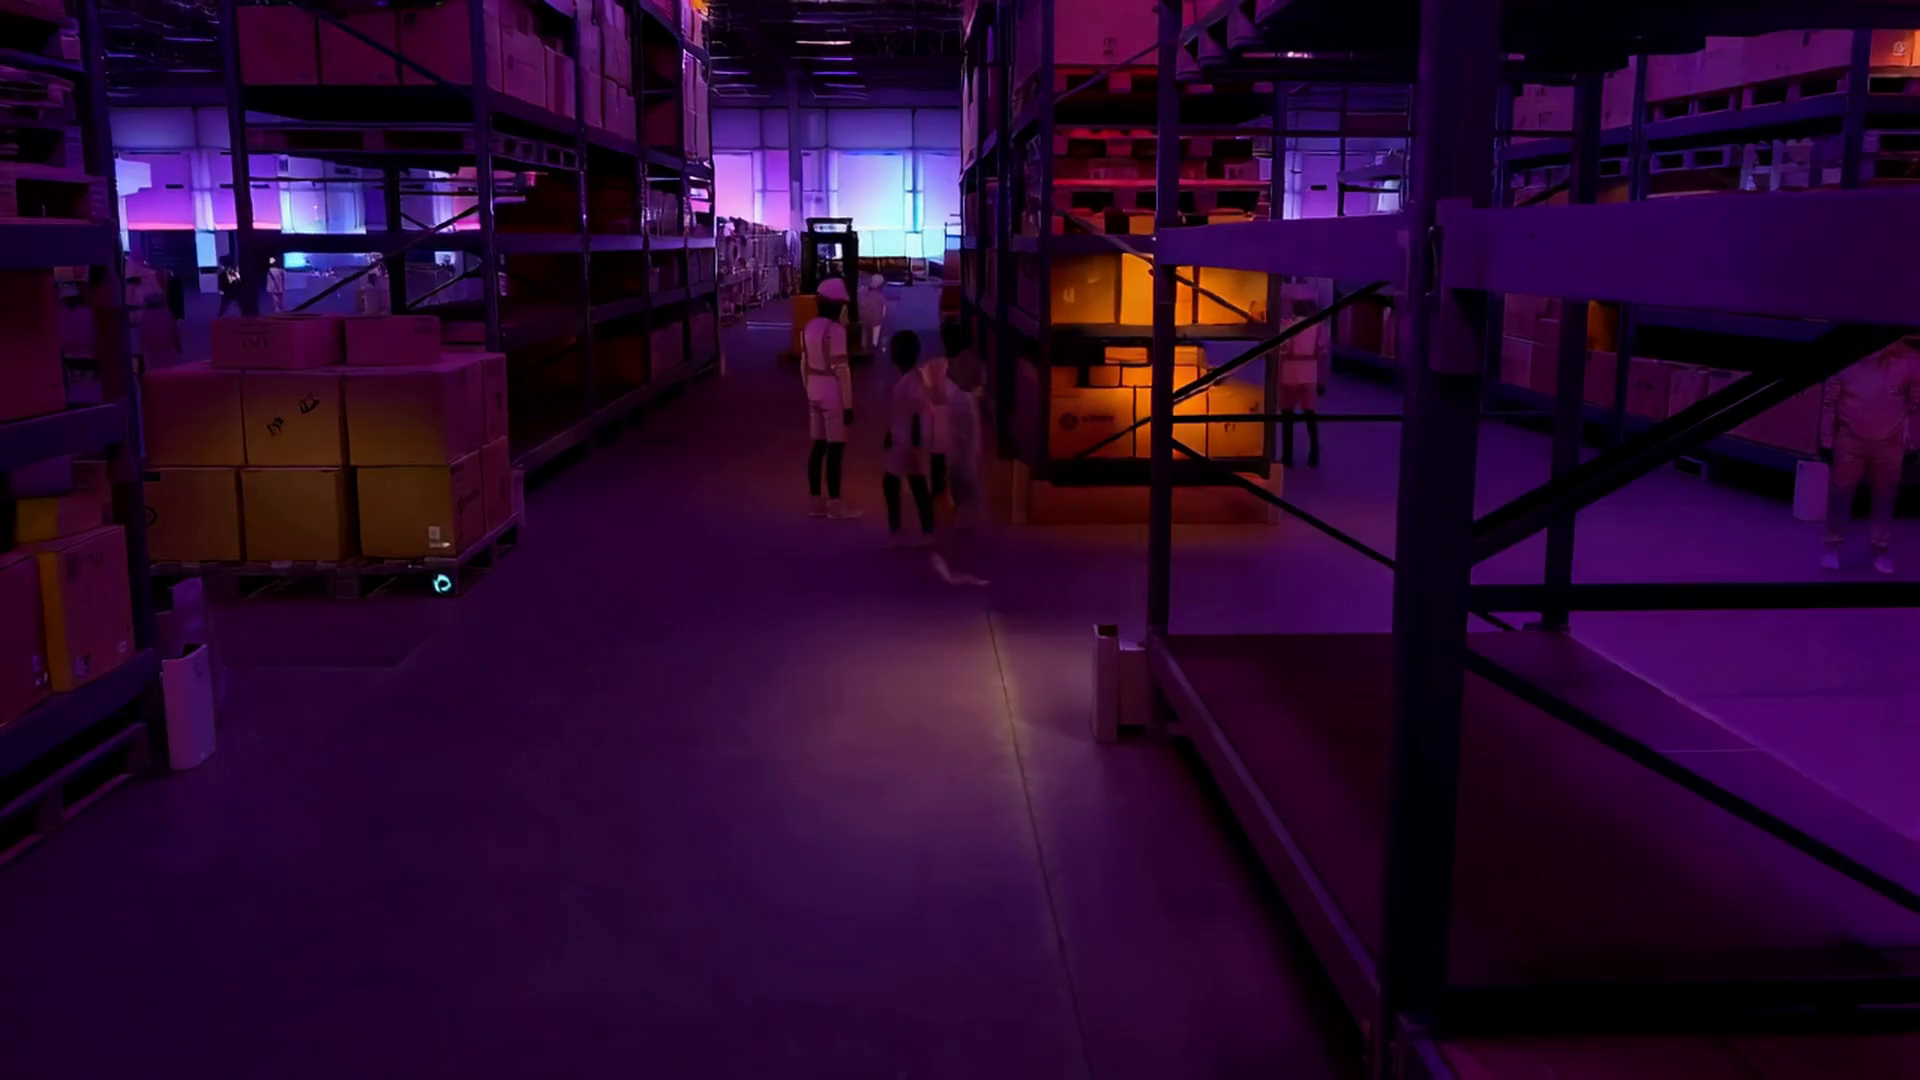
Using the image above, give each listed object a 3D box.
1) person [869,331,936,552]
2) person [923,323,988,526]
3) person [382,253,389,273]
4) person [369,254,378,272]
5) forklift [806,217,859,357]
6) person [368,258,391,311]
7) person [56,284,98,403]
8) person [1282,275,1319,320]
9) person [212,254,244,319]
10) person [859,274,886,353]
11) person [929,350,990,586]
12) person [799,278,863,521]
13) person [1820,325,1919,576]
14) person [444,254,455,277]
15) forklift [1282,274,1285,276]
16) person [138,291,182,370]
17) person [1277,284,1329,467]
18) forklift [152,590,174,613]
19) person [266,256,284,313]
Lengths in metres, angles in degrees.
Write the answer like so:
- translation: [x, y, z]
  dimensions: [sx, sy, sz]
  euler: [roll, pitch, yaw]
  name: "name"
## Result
- translation: [-0.467, -0.740, 12.592]
  dimensions: [0.630, 1.673, 0.540]
  euler: [0, 10, -1]
  name: "person"
- translation: [-0.041, -0.947, 13.709]
  dimensions: [0.541, 1.684, 0.421]
  euler: [-1, 10, -7]
  name: "person"
- translation: [-21.536, -9.785, 62.329]
  dimensions: [0.407, 1.918, 0.584]
  euler: [1, 10, 5]
  name: "person"
- translation: [-24.128, -10.819, 68.319]
  dimensions: [0.915, 1.826, 0.541]
  euler: [-1, 10, -5]
  name: "person"
- translation: [-2.563, -4.990, 32.922]
  dimensions: [1.129, 2.768, 1.873]
  euler: [0, 10, -2]
  name: "forklift"
- translation: [-13.984, -5.833, 40.232]
  dimensions: [0.641, 1.942, 0.558]
  euler: [-5, 12, -28]
  name: "person"
- translation: [-12.380, -2.697, 23.277]
  dimensions: [0.551, 1.751, 0.366]
  euler: [-1, 10, -7]
  name: "person"
- translation: [5.830, -3.694, 28.478]
  dimensions: [0.646, 1.884, 1.047]
  euler: [0, 10, -3]
  name: "person"
- translation: [-22.229, -7.733, 50.539]
  dimensions: [1.094, 2.000, 0.687]
  euler: [-8, 13, -39]
  name: "person"
- translation: [-1.892, -4.775, 35.096]
  dimensions: [0.676, 1.662, 0.386]
  euler: [-4, 11, -19]
  name: "person"
- translation: [0.049, -0.473, 11.247]
  dimensions: [0.352, 1.619, 0.526]
  euler: [1, 10, 6]
  name: "person"
- translation: [-1.091, -1.181, 14.045]
  dimensions: [0.385, 2.040, 0.605]
  euler: [-9, 13, -40]
  name: "person"
- translation: [6.425, -0.698, 11.749]
  dimensions: [0.645, 1.899, 0.396]
  euler: [4, 11, 22]
  name: "person"
- translation: [-21.336, -11.043, 69.536]
  dimensions: [0.429, 1.842, 0.632]
  euler: [-4, 11, -23]
  name: "person"
- translation: [12.240, -10.302, 62.509]
  dimensions: [1.129, 2.768, 1.873]
  euler: [0, 10, -2]
  name: "forklift"
- translation: [-11.732, -2.824, 24.365]
  dimensions: [0.576, 1.611, 0.456]
  euler: [-4, 11, -20]
  name: "person"
- translation: [3.533, -1.674, 17.159]
  dimensions: [0.549, 1.920, 0.720]
  euler: [0, 10, -2]
  name: "person"
- translation: [-5.858, -0.811, 9.639]
  dimensions: [1.873, 2.768, 1.129]
  euler: [-1, 10, -3]
  name: "forklift"
- translation: [-20.004, -7.311, 48.510]
  dimensions: [0.412, 1.923, 0.569]
  euler: [5, 11, 24]
  name: "person"
